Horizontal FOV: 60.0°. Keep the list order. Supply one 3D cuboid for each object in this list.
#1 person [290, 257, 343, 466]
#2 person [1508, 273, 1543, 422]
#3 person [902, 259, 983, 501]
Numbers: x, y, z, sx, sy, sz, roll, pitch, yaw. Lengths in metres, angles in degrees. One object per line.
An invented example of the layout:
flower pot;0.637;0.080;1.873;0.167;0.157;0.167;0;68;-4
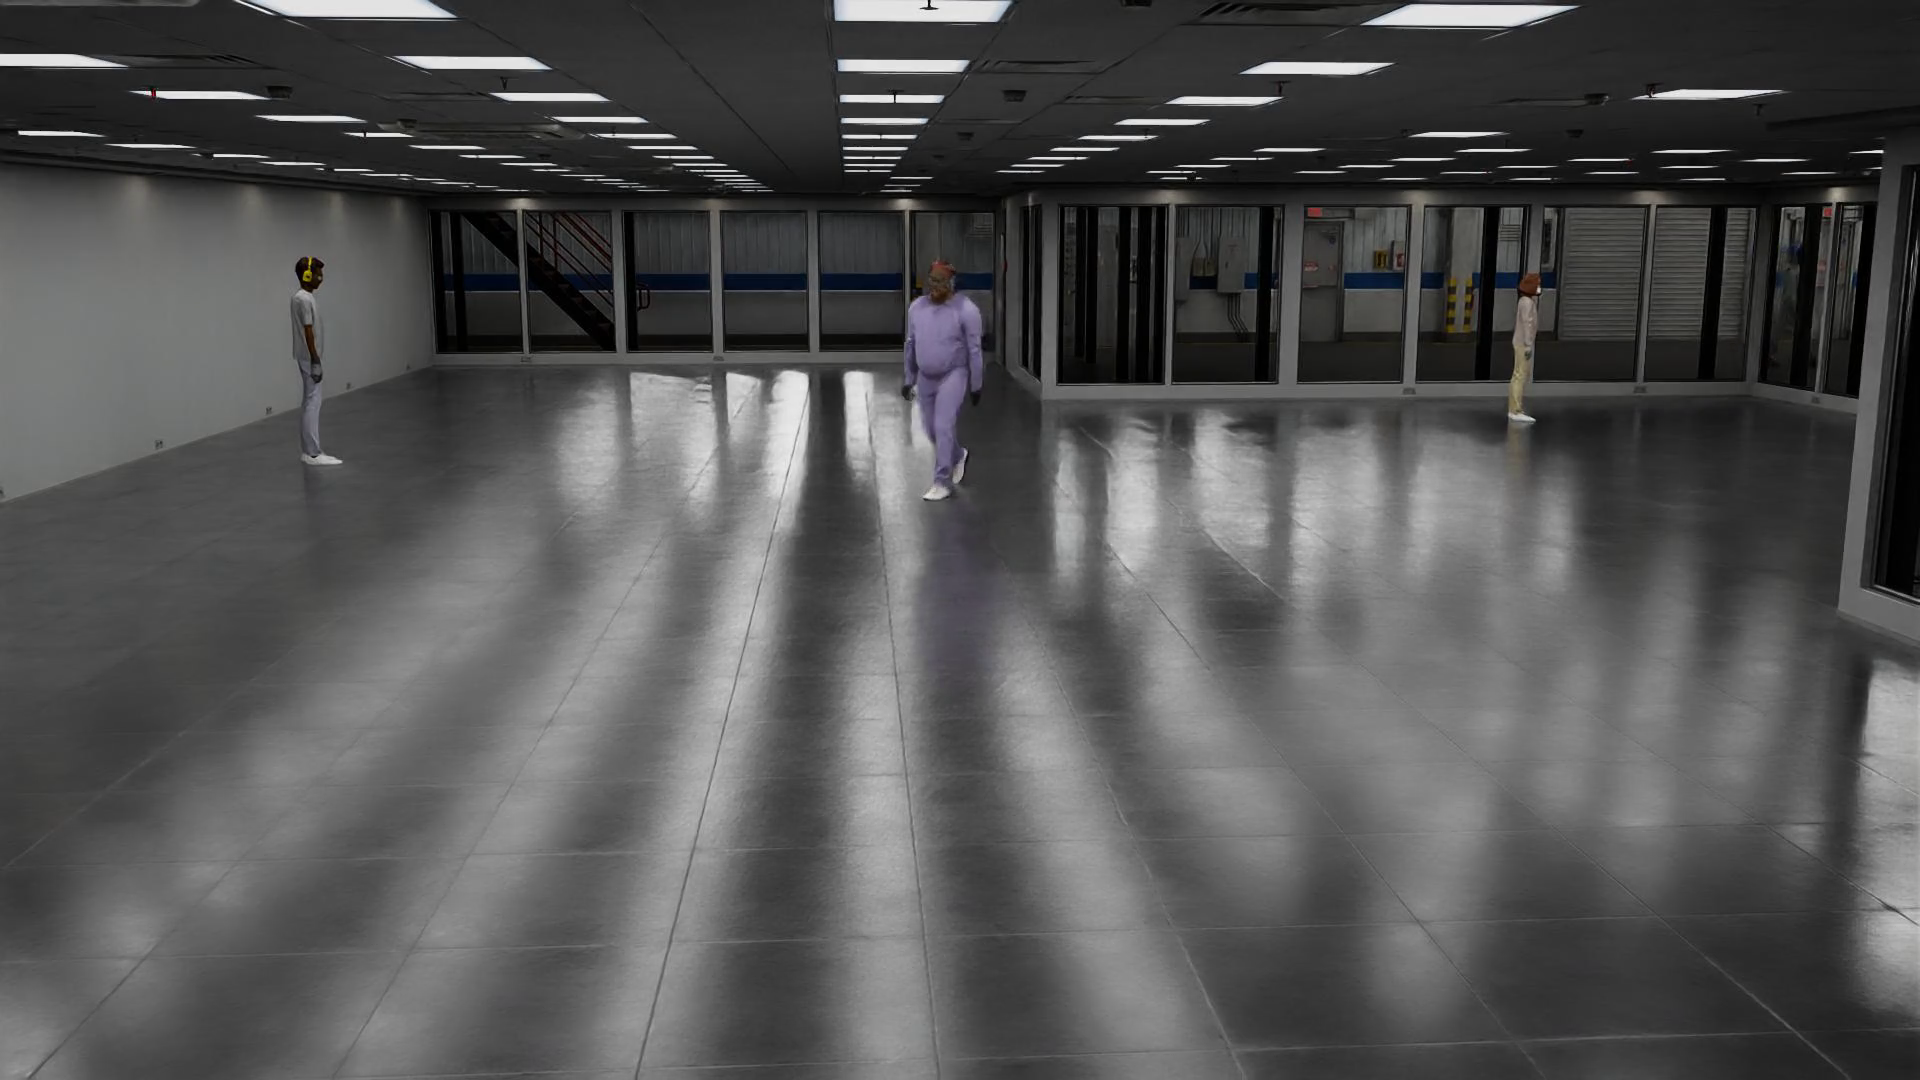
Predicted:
person;-5.807;-1.598;14.929;0.329;1.865;0.510;-6;12;-29
person;6.263;-2.131;18.418;0.286;1.632;0.500;2;11;12
person;-0.099;-1.281;13.163;0.642;1.880;0.771;7;13;33
